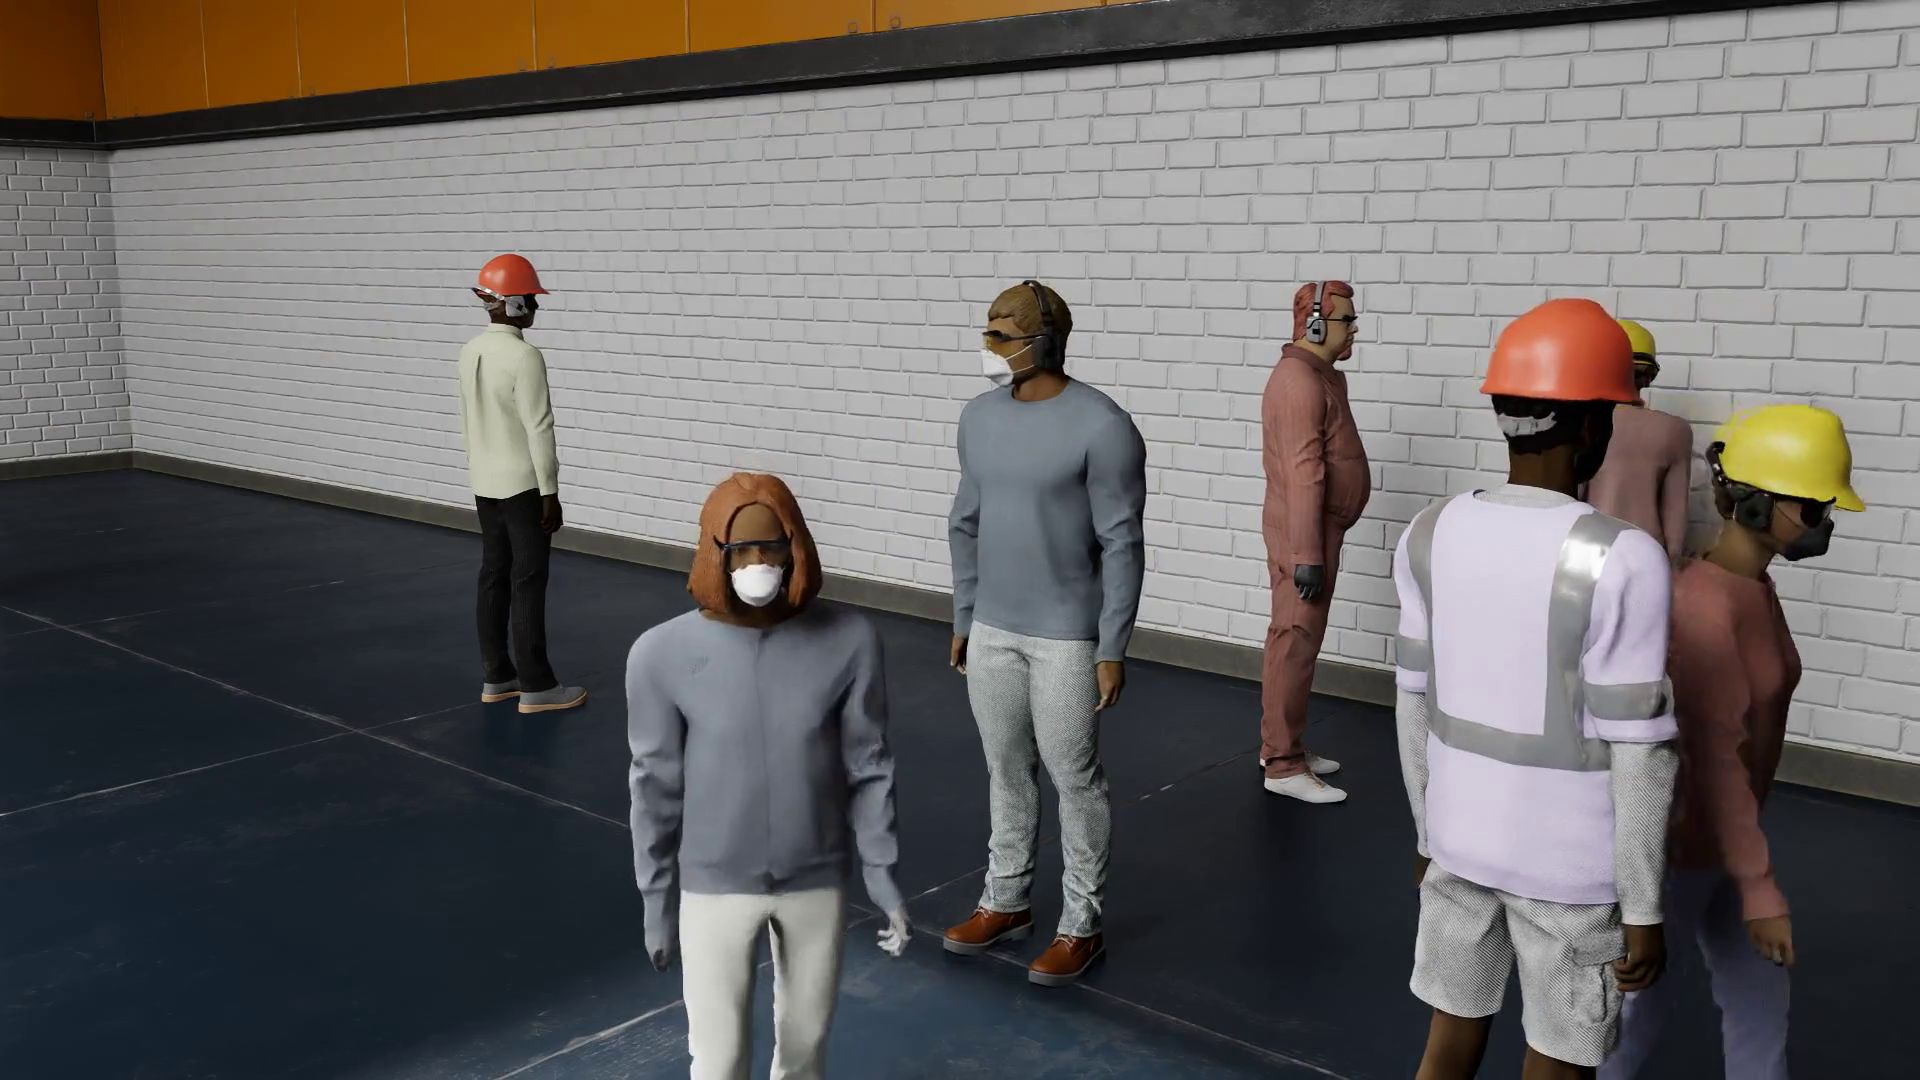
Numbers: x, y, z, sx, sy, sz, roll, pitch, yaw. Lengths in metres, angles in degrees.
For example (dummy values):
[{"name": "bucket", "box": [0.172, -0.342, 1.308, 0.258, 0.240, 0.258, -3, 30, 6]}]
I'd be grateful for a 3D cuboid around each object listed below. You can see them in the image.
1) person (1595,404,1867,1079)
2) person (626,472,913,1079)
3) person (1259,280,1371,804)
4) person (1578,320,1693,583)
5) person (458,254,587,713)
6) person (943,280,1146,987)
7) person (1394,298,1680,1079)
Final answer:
[{"name": "person", "box": [1.510, 0.604, 3.215, 0.619, 1.744, 0.540, 8, 13, 39]}, {"name": "person", "box": [-0.366, 0.669, 3.189, 0.508, 1.632, 0.430, -3, 10, -17]}, {"name": "person", "box": [1.308, 0.000, 6.166, 0.403, 1.906, 0.651, 2, 10, 10]}, {"name": "person", "box": [2.351, 0.098, 6.006, 0.533, 1.768, 0.310, -2, 10, -9]}, {"name": "person", "box": [-1.944, -0.242, 7.289, 0.612, 1.995, 0.379, 9, 13, 42]}, {"name": "person", "box": [0.220, 0.257, 4.610, 0.634, 1.936, 0.351, 9, 13, 42]}, {"name": "person", "box": [1.020, 0.546, 2.966, 0.356, 1.938, 0.544, -7, 12, -34]}]
